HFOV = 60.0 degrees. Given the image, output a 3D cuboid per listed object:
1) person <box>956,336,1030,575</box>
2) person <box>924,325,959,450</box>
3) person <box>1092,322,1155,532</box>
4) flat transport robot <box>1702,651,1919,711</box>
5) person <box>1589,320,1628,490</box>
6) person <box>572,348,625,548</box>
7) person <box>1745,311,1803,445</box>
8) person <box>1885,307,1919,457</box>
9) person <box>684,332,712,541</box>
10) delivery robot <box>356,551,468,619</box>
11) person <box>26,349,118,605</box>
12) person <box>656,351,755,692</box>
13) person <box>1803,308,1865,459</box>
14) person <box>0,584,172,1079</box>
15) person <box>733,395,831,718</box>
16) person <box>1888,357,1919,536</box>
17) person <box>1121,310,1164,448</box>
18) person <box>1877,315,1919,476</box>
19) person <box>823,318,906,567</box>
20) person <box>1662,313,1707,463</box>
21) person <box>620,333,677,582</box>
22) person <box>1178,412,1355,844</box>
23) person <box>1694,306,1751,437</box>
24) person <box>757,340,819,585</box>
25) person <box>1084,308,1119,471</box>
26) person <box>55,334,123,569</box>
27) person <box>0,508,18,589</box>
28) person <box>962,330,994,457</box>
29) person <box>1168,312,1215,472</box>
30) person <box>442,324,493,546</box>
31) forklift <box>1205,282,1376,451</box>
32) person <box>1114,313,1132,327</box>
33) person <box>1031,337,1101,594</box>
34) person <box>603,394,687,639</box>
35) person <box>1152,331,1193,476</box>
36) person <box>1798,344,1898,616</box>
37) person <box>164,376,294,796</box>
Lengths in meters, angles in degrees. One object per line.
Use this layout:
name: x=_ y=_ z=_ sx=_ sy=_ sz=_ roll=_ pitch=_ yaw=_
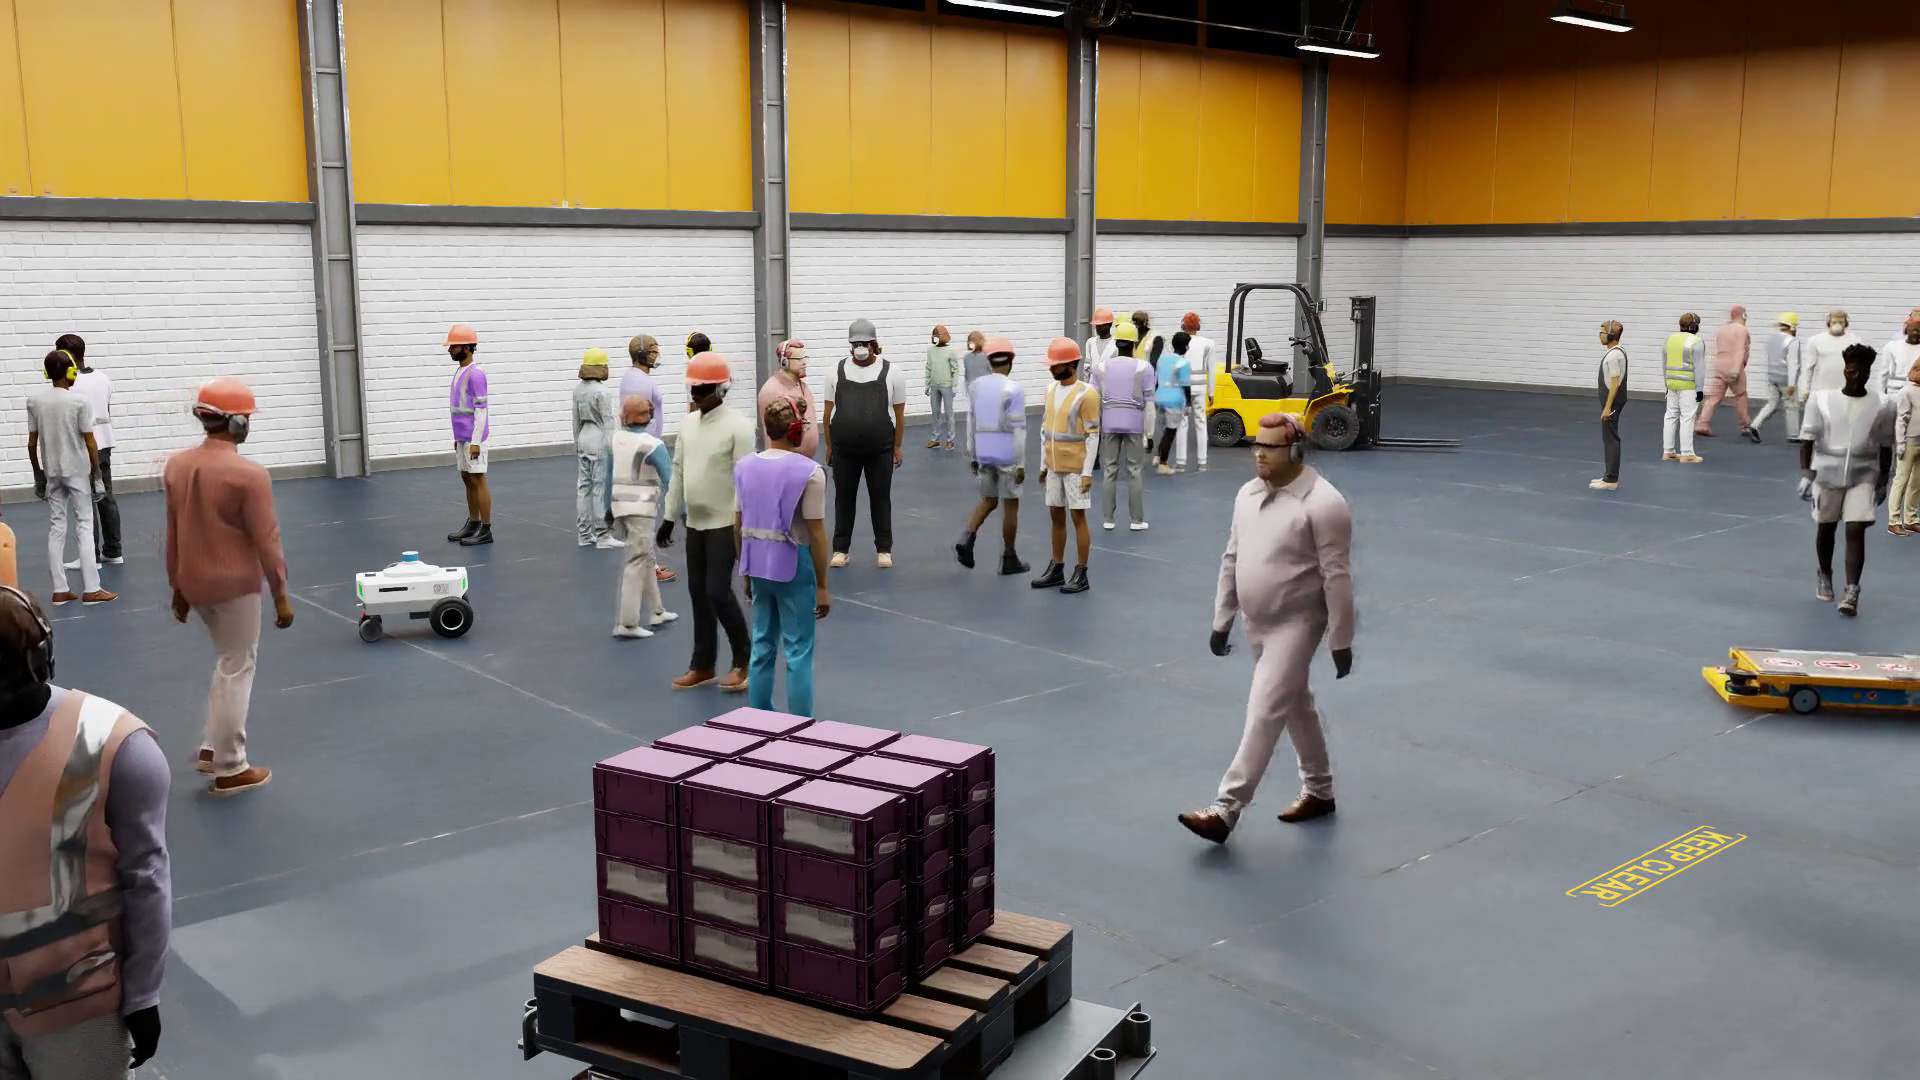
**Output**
person: x=0.266 y=-0.654 z=13.165 sx=0.602 sy=1.904 sz=0.578 roll=8 pitch=12 yaw=38
person: x=-0.246 y=-2.003 z=21.854 sx=0.507 sy=1.631 sz=0.265 roll=7 pitch=12 yaw=34
person: x=1.499 y=-1.040 z=15.377 sx=0.624 sy=1.926 sz=0.382 roll=3 pitch=10 yaw=18
flat transport robot: x=5.048 y=0.801 z=9.426 sx=1.431 sy=0.197 sz=0.652 roll=2 pitch=10 yaw=12
person: x=7.062 y=-1.462 z=18.069 sx=0.327 sy=1.844 sz=0.514 roll=5 pitch=11 yaw=26
person: x=-3.167 y=-0.803 z=14.513 sx=0.492 sy=1.741 sz=0.318 roll=8 pitch=13 yaw=39
person: x=11.027 y=-2.167 z=22.315 sx=0.782 sy=1.809 sz=0.610 roll=-1 pitch=10 yaw=-9
person: x=11.846 y=-1.941 z=20.692 sx=0.406 sy=1.911 sz=0.639 roll=-9 pitch=13 yaw=-41
person: x=-2.280 y=-0.903 z=14.749 sx=0.334 sy=1.864 sz=0.517 roll=5 pitch=11 yaw=28
delivery robot: x=-3.669 y=0.321 z=11.131 sx=0.707 sy=0.478 sz=0.477 roll=-4 pitch=10 yaw=-20
person: x=-6.488 y=-0.452 z=12.103 sx=0.534 sy=1.864 sz=0.309 roll=1 pitch=10 yaw=4
person: x=-1.467 y=-0.103 z=9.692 sx=0.641 sy=1.988 sz=0.456 roll=9 pitch=13 yaw=43
person: x=10.420 y=-1.807 z=19.872 sx=0.638 sy=1.919 sz=0.655 roll=5 pitch=11 yaw=25
person: x=-2.056 y=1.003 z=3.650 sx=0.627 sy=1.844 sz=0.429 roll=-1 pitch=10 yaw=-8
person: x=-0.896 y=0.201 z=8.327 sx=0.564 sy=1.846 sz=0.394 roll=7 pitch=12 yaw=34
person: x=8.710 y=-0.855 z=15.137 sx=0.497 sy=1.633 sz=0.284 roll=-4 pitch=11 yaw=-23
person: x=2.367 y=-2.104 z=21.892 sx=0.627 sy=1.821 sz=0.511 roll=7 pitch=12 yaw=35
person: x=10.762 y=-1.619 z=18.915 sx=0.612 sy=1.865 sz=0.477 roll=5 pitch=11 yaw=29
person: x=-0.784 y=-0.783 z=13.525 sx=0.678 sy=2.000 sz=0.537 roll=0 pitch=10 yaw=2
person: x=8.939 y=-1.875 z=20.504 sx=0.429 sy=1.844 sz=0.625 roll=-4 pitch=10 yaw=-20
person: x=-2.459 y=-0.640 z=12.985 sx=0.372 sy=1.940 sz=0.630 roll=-4 pitch=10 yaw=-20
person: x=1.319 y=0.380 z=7.232 sx=0.991 sy=1.856 sz=0.673 roll=-5 pitch=11 yaw=-27
person: x=10.841 y=-2.357 z=23.365 sx=0.990 sy=1.836 sz=0.704 roll=-2 pitch=10 yaw=-12
person: x=-1.266 y=-0.560 z=12.610 sx=0.401 sy=1.909 sz=0.641 roll=3 pitch=10 yaw=19
person: x=1.683 y=-1.754 z=19.516 sx=0.551 sy=1.933 sz=0.370 roll=6 pitch=11 yaw=32
person: x=-7.086 y=-0.713 z=13.503 sx=0.397 sy=1.911 sz=0.587 roll=1 pitch=10 yaw=9
person: x=-4.208 y=0.495 z=7.212 sx=0.308 sy=1.639 sz=0.524 roll=-2 pitch=10 yaw=-13
person: x=0.288 y=-1.873 z=21.185 sx=0.506 sy=1.604 sz=0.737 roll=6 pitch=11 yaw=30
person: x=2.708 y=-1.734 z=19.551 sx=0.584 sy=1.882 sz=0.337 roll=-1 pitch=10 yaw=-6
person: x=-4.334 y=-0.920 z=14.630 sx=0.357 sy=1.938 sz=0.545 roll=-7 pitch=12 yaw=-35
forklift: x=4.328 y=-2.346 z=22.227 sx=2.313 sy=2.155 sz=1.214 roll=3 pitch=10 yaw=16
person: x=2.213 y=-2.195 z=22.597 sx=0.526 sy=1.768 sz=0.314 roll=9 pitch=13 yaw=42
person: x=0.792 y=-0.561 z=12.547 sx=0.374 sy=1.930 sz=0.542 roll=-8 pitch=13 yaw=-41
person: x=-2.109 y=-0.164 z=11.104 sx=0.555 sy=1.613 sz=0.640 roll=9 pitch=13 yaw=41
person: x=2.459 y=-1.569 z=19.195 sx=0.426 sy=1.663 sz=0.557 roll=-6 pitch=11 yaw=-31
person: x=6.357 y=-0.452 z=11.962 sx=0.613 sy=1.920 sz=0.993 roll=5 pitch=11 yaw=27
person: x=-3.434 y=0.218 z=7.850 sx=0.630 sy=1.973 sz=0.483 roll=5 pitch=11 yaw=26
